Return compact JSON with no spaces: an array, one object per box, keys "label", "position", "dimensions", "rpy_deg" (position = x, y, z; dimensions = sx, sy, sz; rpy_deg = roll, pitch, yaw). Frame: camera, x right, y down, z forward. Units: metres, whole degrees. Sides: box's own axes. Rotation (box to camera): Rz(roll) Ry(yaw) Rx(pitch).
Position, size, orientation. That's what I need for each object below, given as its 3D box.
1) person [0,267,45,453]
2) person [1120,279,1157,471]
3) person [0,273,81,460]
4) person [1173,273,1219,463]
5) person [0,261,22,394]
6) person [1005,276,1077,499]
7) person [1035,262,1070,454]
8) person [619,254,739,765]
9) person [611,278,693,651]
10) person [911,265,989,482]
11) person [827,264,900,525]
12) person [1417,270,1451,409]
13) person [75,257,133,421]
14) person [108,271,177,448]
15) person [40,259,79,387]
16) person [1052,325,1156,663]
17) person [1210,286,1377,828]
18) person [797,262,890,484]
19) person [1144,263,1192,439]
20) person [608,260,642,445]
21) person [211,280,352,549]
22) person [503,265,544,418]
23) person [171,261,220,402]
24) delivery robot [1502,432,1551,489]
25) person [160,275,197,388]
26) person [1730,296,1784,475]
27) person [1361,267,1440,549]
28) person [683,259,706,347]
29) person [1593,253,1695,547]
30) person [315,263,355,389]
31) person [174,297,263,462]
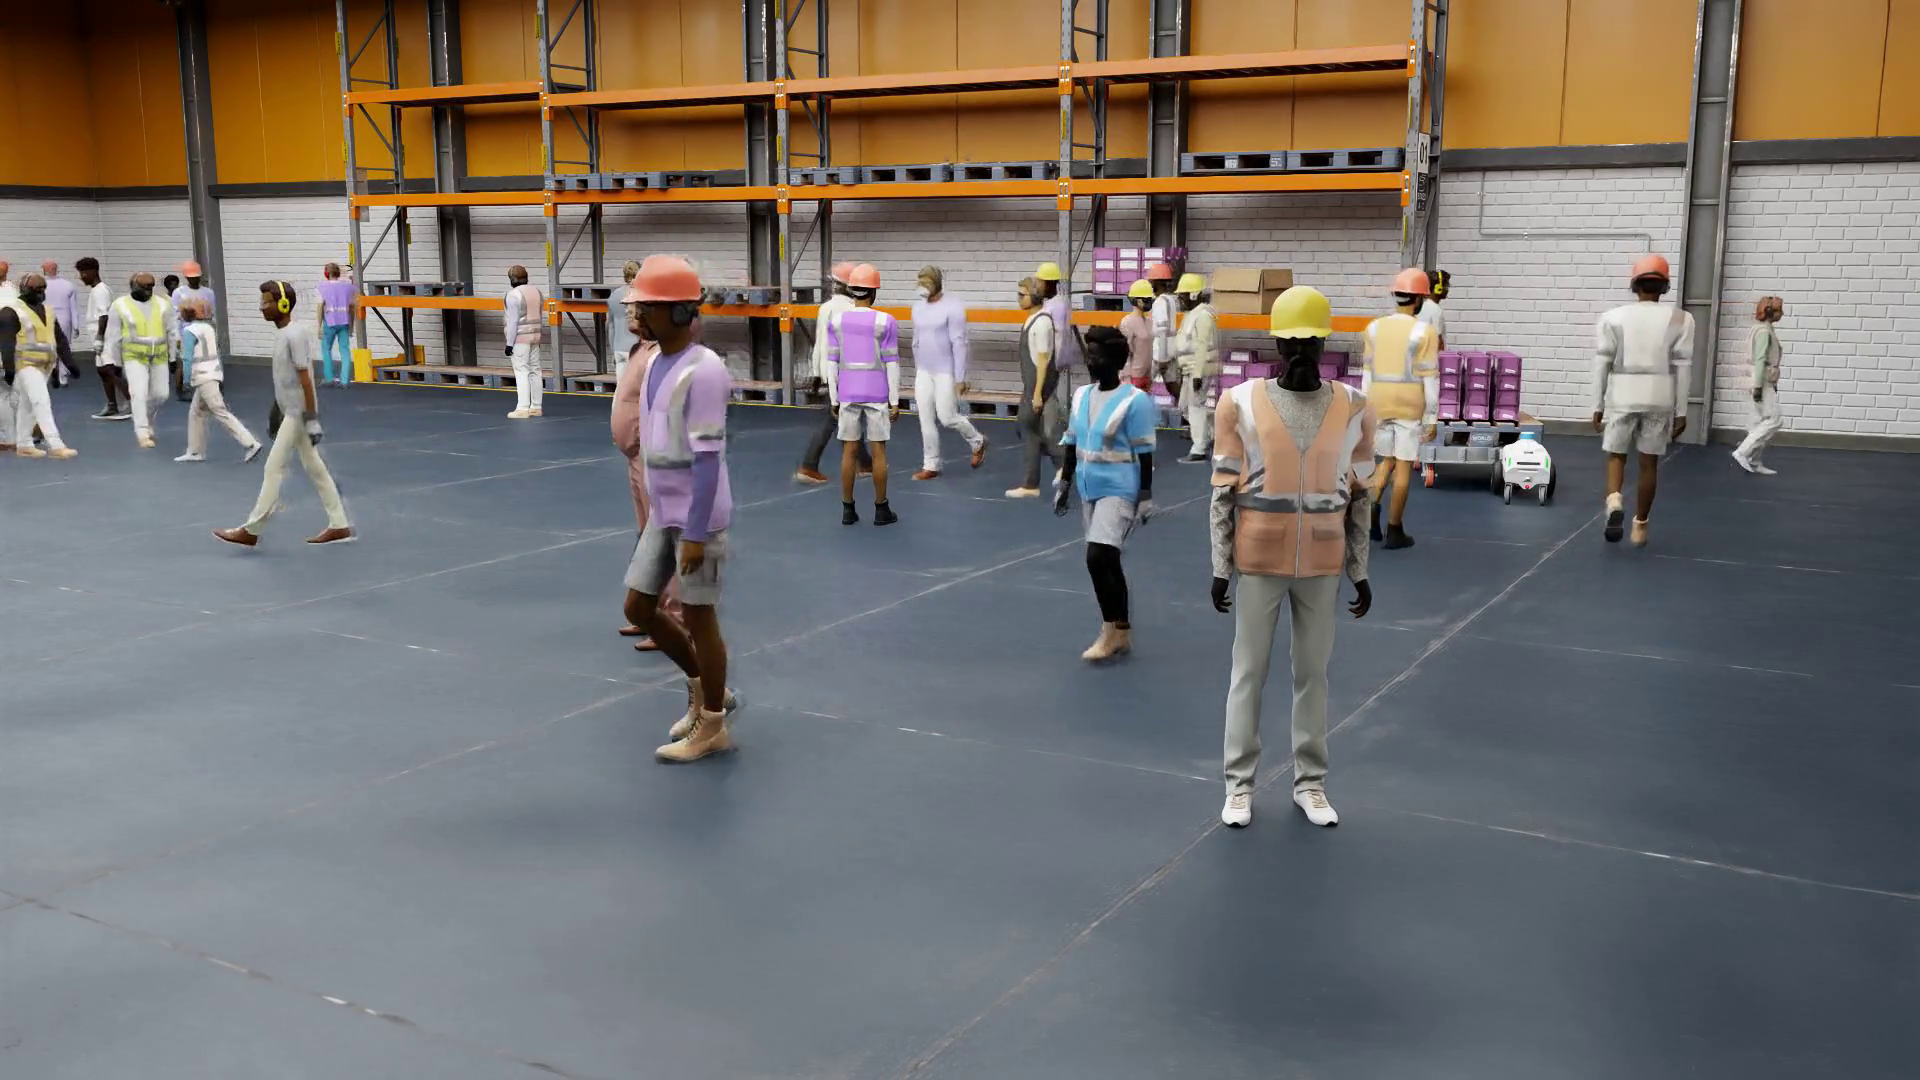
[{"label":"person","position":[-9.539,-1.821,16.629],"dimensions":[0.497,1.924,0.640],"rpy_deg":[0,10,1]},{"label":"person","position":[1.636,-1.485,15.181],"dimensions":[0.322,1.767,0.533],"rpy_deg":[6,12,33]},{"label":"person","position":[-8.893,-1.673,16.140],"dimensions":[0.868,1.795,0.654],"rpy_deg":[1,10,7]},{"label":"person","position":[2.256,-1.629,15.865],"dimensions":[0.475,1.810,0.633],"rpy_deg":[-1,10,-5]},{"label":"person","position":[-12.842,-2.794,22.289],"dimensions":[0.495,1.870,0.604],"rpy_deg":[-6,12,-30]},{"label":"person","position":[0.669,-1.236,13.595],"dimensions":[0.522,1.831,0.540],"rpy_deg":[-1,10,-4]},{"label":"person","position":[0.932,-1.805,16.572],"dimensions":[0.475,1.912,0.614],"rpy_deg":[-1,10,-8]},{"label":"person","position":[-1.105,-0.102,6.584],"dimensions":[0.426,2.031,0.602],"rpy_deg":[-7,12,-35]},{"label":"person","position":[-1.591,-0.393,8.592],"dimensions":[0.409,1.908,0.652],"rpy_deg":[-4,11,-22]},{"label":"person","position":[-0.111,-1.479,14.775],"dimensions":[0.632,1.912,0.735],"rpy_deg":[10,14,44]},{"label":"person","position":[-0.704,-1.070,12.348],"dimensions":[0.551,1.937,0.357],"rpy_deg":[2,10,11]},{"label":"person","position":[4.494,-1.658,15.939],"dimensions":[0.690,1.847,0.538],"rpy_deg":[0,10,-2]},{"label":"person","position":[-10.148,-2.392,19.828],"dimensions":[0.583,1.942,0.821],"rpy_deg":[-6,12,-30]},{"label":"person","position":[-8.515,-1.882,17.299],"dimensions":[0.635,1.818,0.648],"rpy_deg":[8,13,39]},{"label":"person","position":[-13.183,-3.139,24.220],"dimensions":[0.650,1.886,0.749],"rpy_deg":[-6,12,-32]},{"label":"person","position":[0.680,-0.219,8.238],"dimensions":[0.530,1.673,0.545],"rpy_deg":[-7,12,-33]},{"label":"person","position":[1.180,0.070,5.916],"dimensions":[0.585,1.928,0.370],"rpy_deg":[0,10,0]},{"label":"person","position":[-1.056,-1.471,14.644],"dimensions":[1.052,1.939,0.630],"rpy_deg":[-7,12,-36]},{"label":"person","position":[2.192,-2.016,17.820],"dimensions":[0.983,1.898,0.553],"rpy_deg":[4,11,20]},{"label":"person","position":[-3.391,-1.926,17.255],"dimensions":[0.644,1.927,0.388],"rpy_deg":[8,13,39]},{"label":"person","position":[-4.672,-0.844,11.354],"dimensions":[0.951,1.827,0.560],"rpy_deg":[-5,11,-27]},{"label":"person","position":[-5.298,-2.394,20.136],"dimensions":[0.429,1.838,0.621],"rpy_deg":[4,11,22]},{"label":"person","position":[-10.096,-2.731,21.924],"dimensions":[0.592,1.891,0.941],"rpy_deg":[-9,14,-42]},{"label":"delivery robot","position":[4.608,-0.636,13.538],"dimensions":[0.477,0.478,0.707],"rpy_deg":[3,10,15]},{"label":"person","position":[-11.535,-3.046,24.346],"dimensions":[0.888,1.655,0.545],"rpy_deg":[6,12,31]},{"label":"person","position":[7.269,-1.384,15.011],"dimensions":[0.371,1.624,0.516],"rpy_deg":[4,11,22]},{"label":"person","position":[3.009,-0.886,11.346],"dimensions":[0.418,1.920,0.565],"rpy_deg":[-9,14,-43]},{"label":"person","position":[-3.389,-2.503,20.542],"dimensions":[0.406,1.911,0.636],"rpy_deg":[7,12,35]},{"label":"person","position":[4.636,-0.931,11.319],"dimensions":[0.616,2.025,0.588],"rpy_deg":[5,11,26]},{"label":"person","position":[-9.139,-3.116,24.240],"dimensions":[0.605,1.819,0.735],"rpy_deg":[-9,13,-42]},{"label":"person","position":[-7.121,-1.521,15.888],"dimensions":[0.848,1.595,0.505],"rpy_deg":[-1,10,-5]}]
